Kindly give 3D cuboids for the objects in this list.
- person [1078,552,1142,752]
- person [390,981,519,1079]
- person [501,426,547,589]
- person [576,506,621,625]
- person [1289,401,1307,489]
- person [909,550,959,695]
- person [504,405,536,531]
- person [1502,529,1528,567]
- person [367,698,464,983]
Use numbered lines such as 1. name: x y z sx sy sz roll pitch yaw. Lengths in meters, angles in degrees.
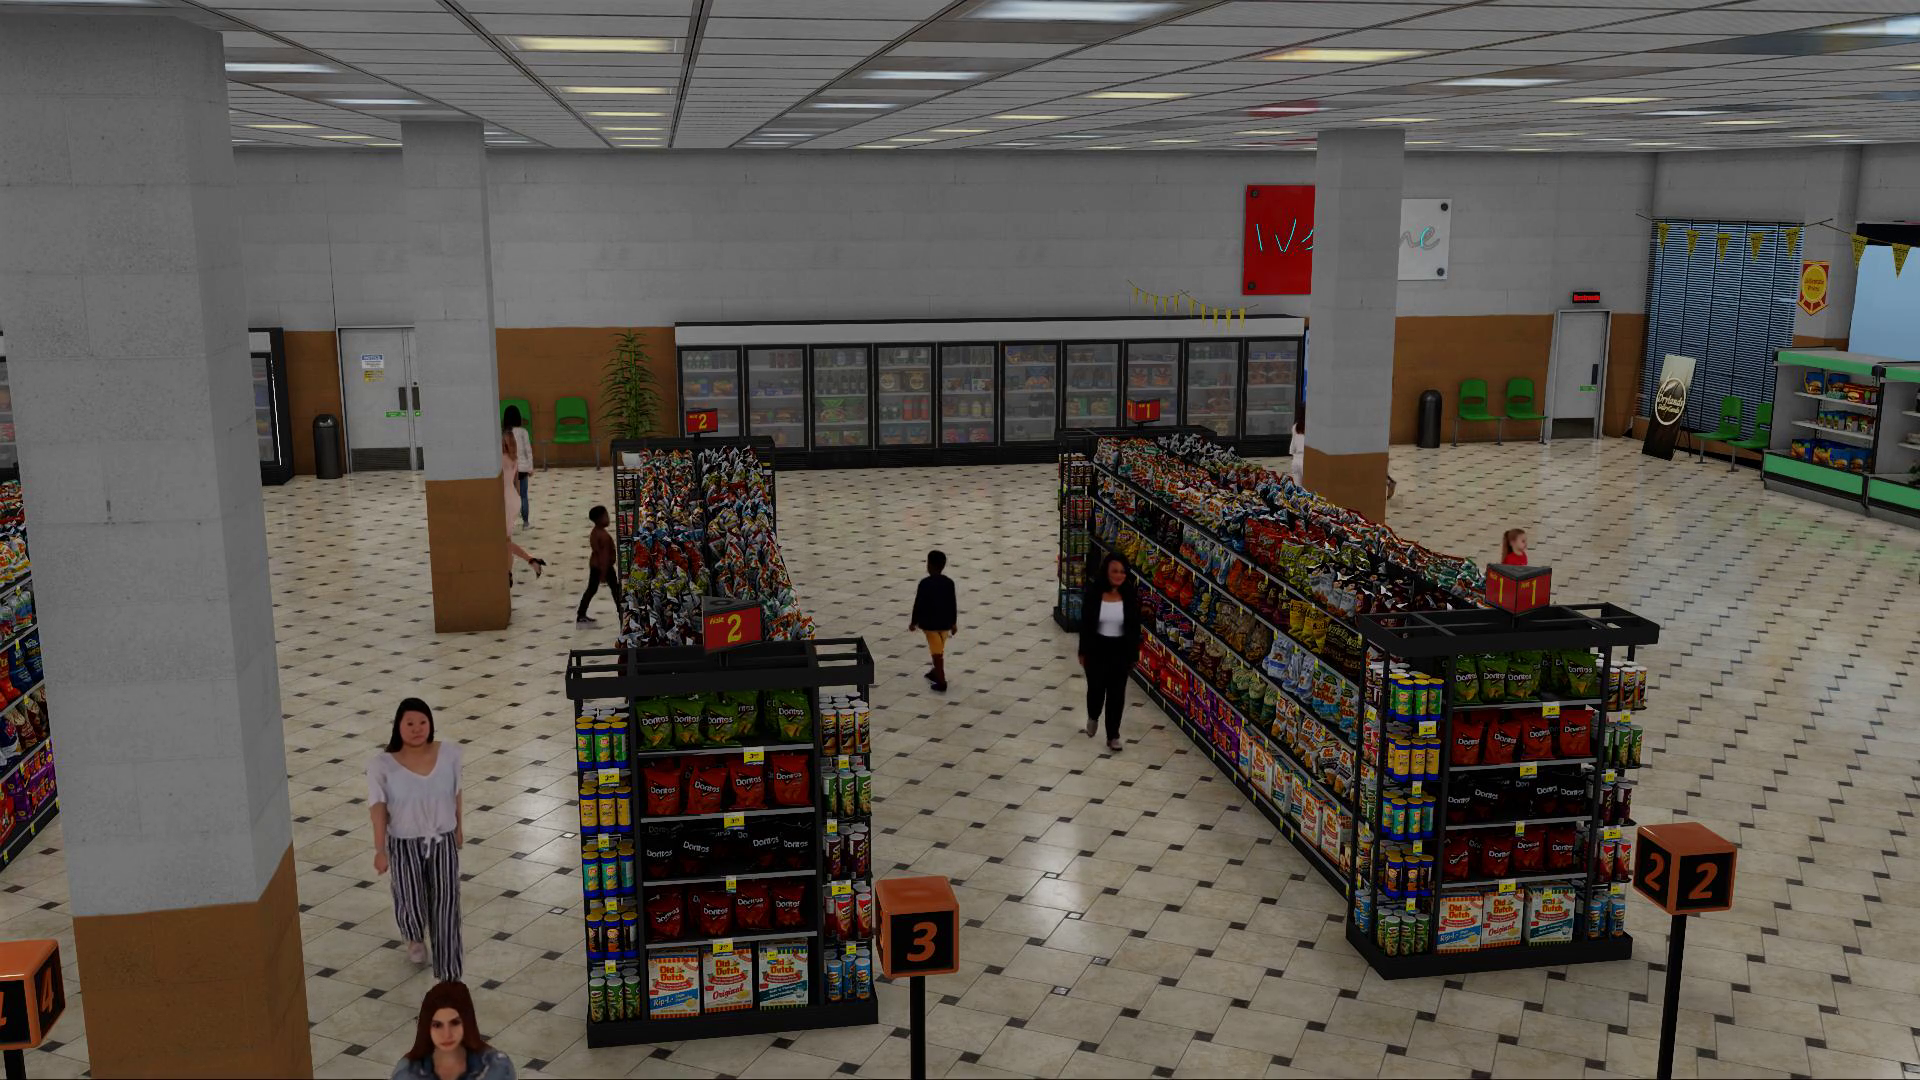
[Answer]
1. person: 1.160 0.866 13.168 0.664 1.600 0.725 -1 12 -7
2. person: -1.804 2.333 5.998 0.653 1.684 0.766 -3 12 -13
3. person: -4.918 -0.335 18.346 0.876 1.816 0.924 4 12 16
4. person: -3.692 0.287 16.834 0.819 1.222 0.908 -8 14 -32
5. person: 4.498 -0.970 21.675 0.744 1.688 0.644 -10 16 -40
6. person: -0.173 0.734 14.637 0.673 1.254 0.787 -8 14 -34
7. person: -5.797 -0.943 21.668 0.649 1.638 0.594 0 12 -1
8. person: 5.146 0.515 15.629 0.699 1.273 0.638 9 15 37
9. person: -3.020 1.672 9.267 0.909 1.631 1.233 -6 13 -27
